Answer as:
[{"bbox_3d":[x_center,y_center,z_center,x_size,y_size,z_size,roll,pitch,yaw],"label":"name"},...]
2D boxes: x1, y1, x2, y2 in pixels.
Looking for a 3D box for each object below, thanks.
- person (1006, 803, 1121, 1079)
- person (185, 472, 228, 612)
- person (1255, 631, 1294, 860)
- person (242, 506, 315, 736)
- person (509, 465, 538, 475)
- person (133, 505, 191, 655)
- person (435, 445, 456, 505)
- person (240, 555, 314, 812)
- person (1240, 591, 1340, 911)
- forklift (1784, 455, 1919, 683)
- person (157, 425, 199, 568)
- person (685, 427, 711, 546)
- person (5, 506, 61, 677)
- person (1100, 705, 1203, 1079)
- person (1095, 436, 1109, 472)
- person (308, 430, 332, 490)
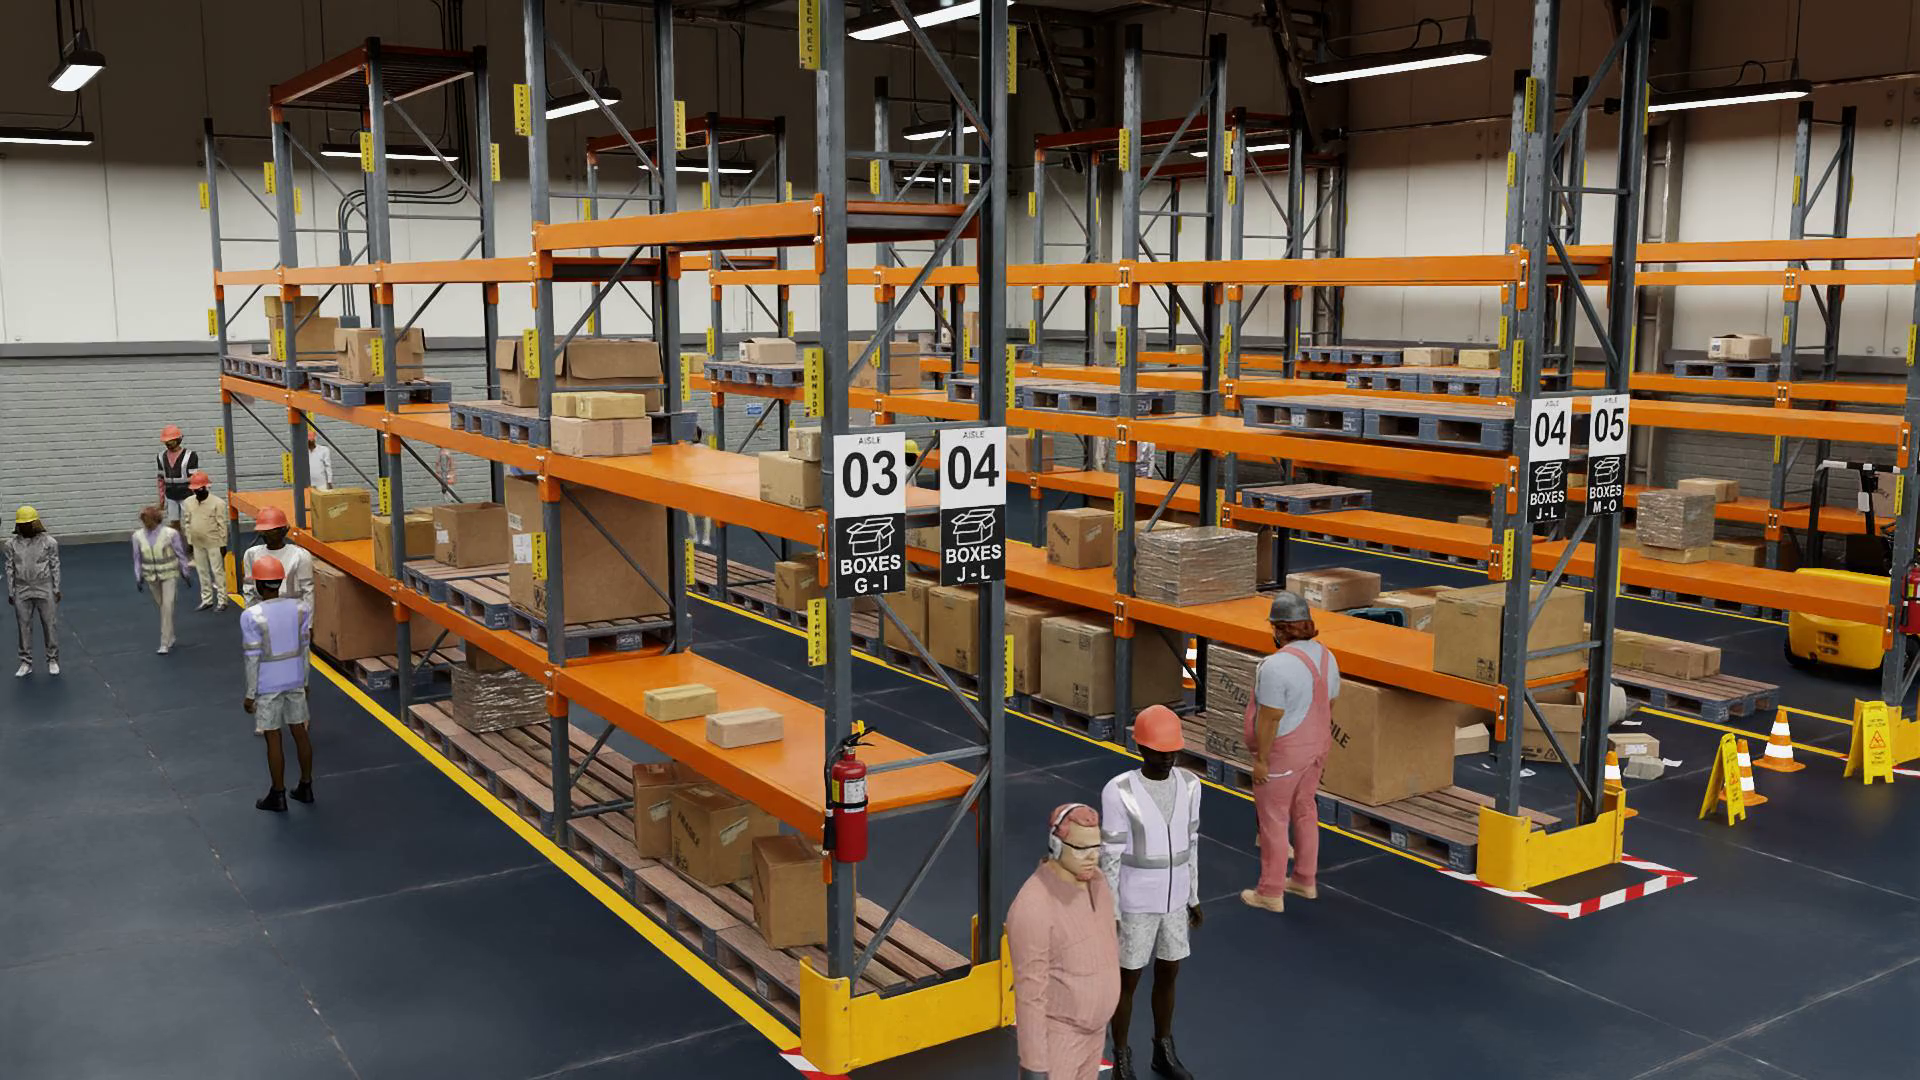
[{"bbox_3d":[0.445,1.977,6.658,0.399,1.905,0.643,5,10,30],"label":"person"},{"bbox_3d":[-9.169,0.027,20.208,0.553,1.734,0.383,2,9,14],"label":"person"},{"bbox_3d":[2.214,1.364,11.453,0.319,1.690,0.540,-3,9,-20],"label":"person"},{"bbox_3d":[-5.985,0.713,14.603,0.615,2.043,0.373,0,9,-1],"label":"person"},{"bbox_3d":[-5.994,-0.574,23.254,0.612,2.016,0.629,-6,10,-33],"label":"person"},{"bbox_3d":[-8.664,0.418,18.065,0.555,1.630,0.575,0,9,-1],"label":"person"},{"bbox_3d":[-8.249,-0.892,26.675,0.318,1.631,0.514,-3,9,-16],"label":"person"},{"bbox_3d":[-5.157,1.076,12.539,0.374,1.939,0.545,6,10,35],"label":"person"},{"bbox_3d":[2.079,1.314,10.615,0.686,2.000,0.535,-8,12,-43],"label":"person"},{"bbox_3d":[9.643,0.253,17.172,2.313,2.155,1.214,-6,10,-33],"label":"forklift"},{"bbox_3d":[-11.041,-0.609,23.479,0.612,2.029,0.410,1,9,7],"label":"person"},{"bbox_3d":[-4.036,-0.827,25.473,0.543,1.850,0.635,-6,10,-35],"label":"person"},{"bbox_3d":[-9.410,0.518,16.900,0.492,1.742,0.324,-3,9,-19],"label":"person"},{"bbox_3d":[0.949,1.744,8.089,0.552,1.937,0.356,-4,9,-26],"label":"person"},{"bbox_3d":[2.618,-1.470,30.500,0.287,1.634,0.497,0,9,3],"label":"person"},{"bbox_3d":[-10.346,-0.937,26.606,0.574,1.737,0.354,-3,9,-18],"label":"person"}]
